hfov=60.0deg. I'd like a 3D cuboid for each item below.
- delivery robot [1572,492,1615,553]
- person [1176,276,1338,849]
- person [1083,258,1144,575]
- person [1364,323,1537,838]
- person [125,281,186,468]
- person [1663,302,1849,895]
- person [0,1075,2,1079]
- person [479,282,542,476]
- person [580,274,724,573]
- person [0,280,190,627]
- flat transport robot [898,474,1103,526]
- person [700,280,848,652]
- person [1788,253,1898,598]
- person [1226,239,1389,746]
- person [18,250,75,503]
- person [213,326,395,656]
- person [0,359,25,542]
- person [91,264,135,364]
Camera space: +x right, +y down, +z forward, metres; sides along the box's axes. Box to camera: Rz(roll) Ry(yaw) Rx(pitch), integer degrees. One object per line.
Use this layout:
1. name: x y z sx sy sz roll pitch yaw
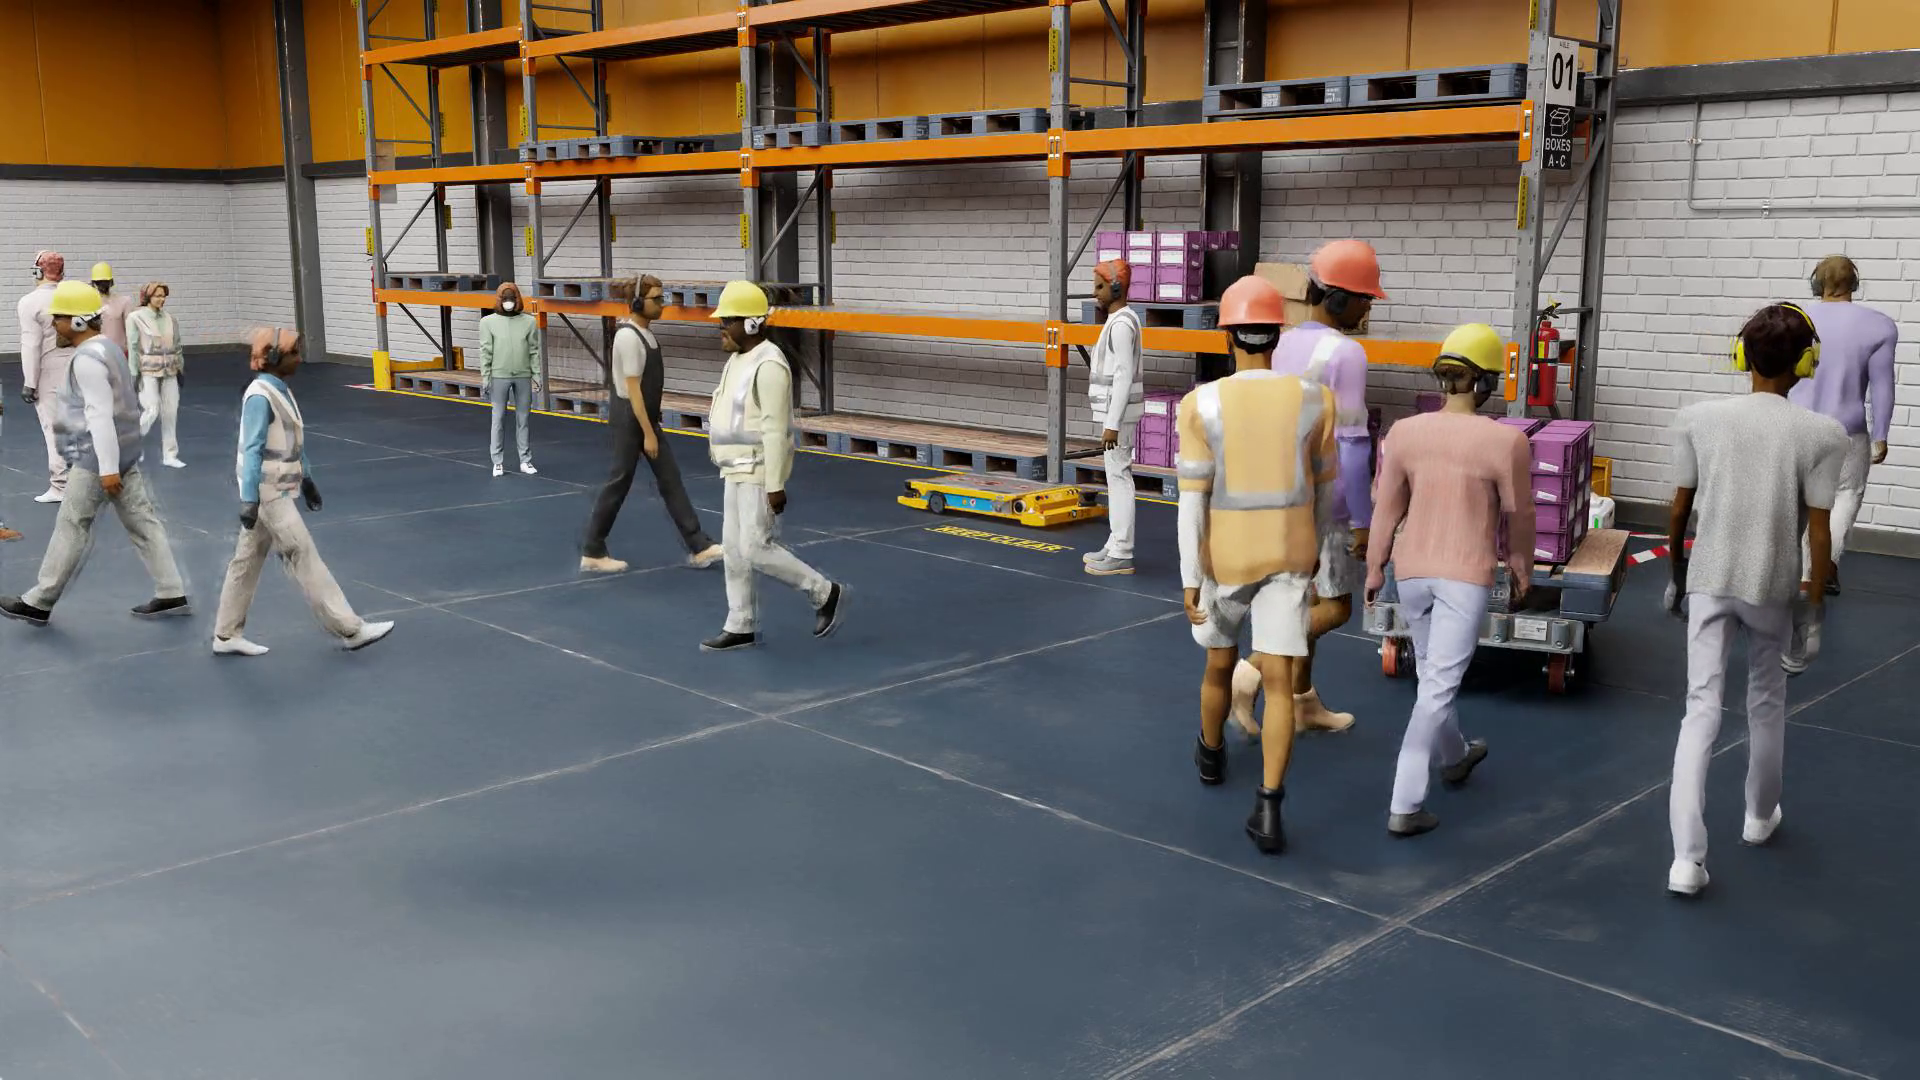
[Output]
1. delivery robot: 3.722 -0.121 10.003 0.477 0.478 0.707 6 12 28
2. person: 1.010 0.046 5.731 0.551 1.888 0.982 1 10 4
3. person: 0.925 -0.730 9.969 0.356 1.880 0.574 1 10 4
4. person: 1.721 0.120 5.756 0.883 1.716 0.524 -10 14 -42
5. person: -7.022 -1.435 14.484 0.432 1.624 0.525 6 12 28
6. person: 2.474 0.166 5.250 0.512 1.823 0.980 6 12 31
7. person: -1.320 0.730 1.818 0.745 1.958 0.521 7 12 32
8. person: -3.789 -1.357 14.054 0.507 1.631 0.276 -6 12 -29
9. person: -1.854 -0.680 9.928 0.981 1.788 0.540 1 10 6
10. person: -4.537 -0.440 8.623 0.937 1.782 0.618 -3 11 -14
11. flat transport robot: 0.280 -0.313 12.078 1.431 0.197 0.652 10 14 42
12. person: -0.936 -0.347 8.065 0.622 1.816 0.602 -4 11 -23
13. person: 4.803 -0.615 9.221 0.654 1.919 0.428 8 13 36
14. person: 1.303 -0.150 6.469 0.657 2.014 0.658 -3 11 -16
15. person: -6.861 -1.236 12.654 0.410 1.909 0.642 4 11 21
16. person: -3.214 -0.221 7.968 0.867 1.581 0.519 -3 11 -14
17. person: -6.648 -0.936 11.007 0.765 1.920 0.635 1 10 7
18. person: -8.615 -1.920 16.872 0.539 1.724 0.882 -6 12 -28
